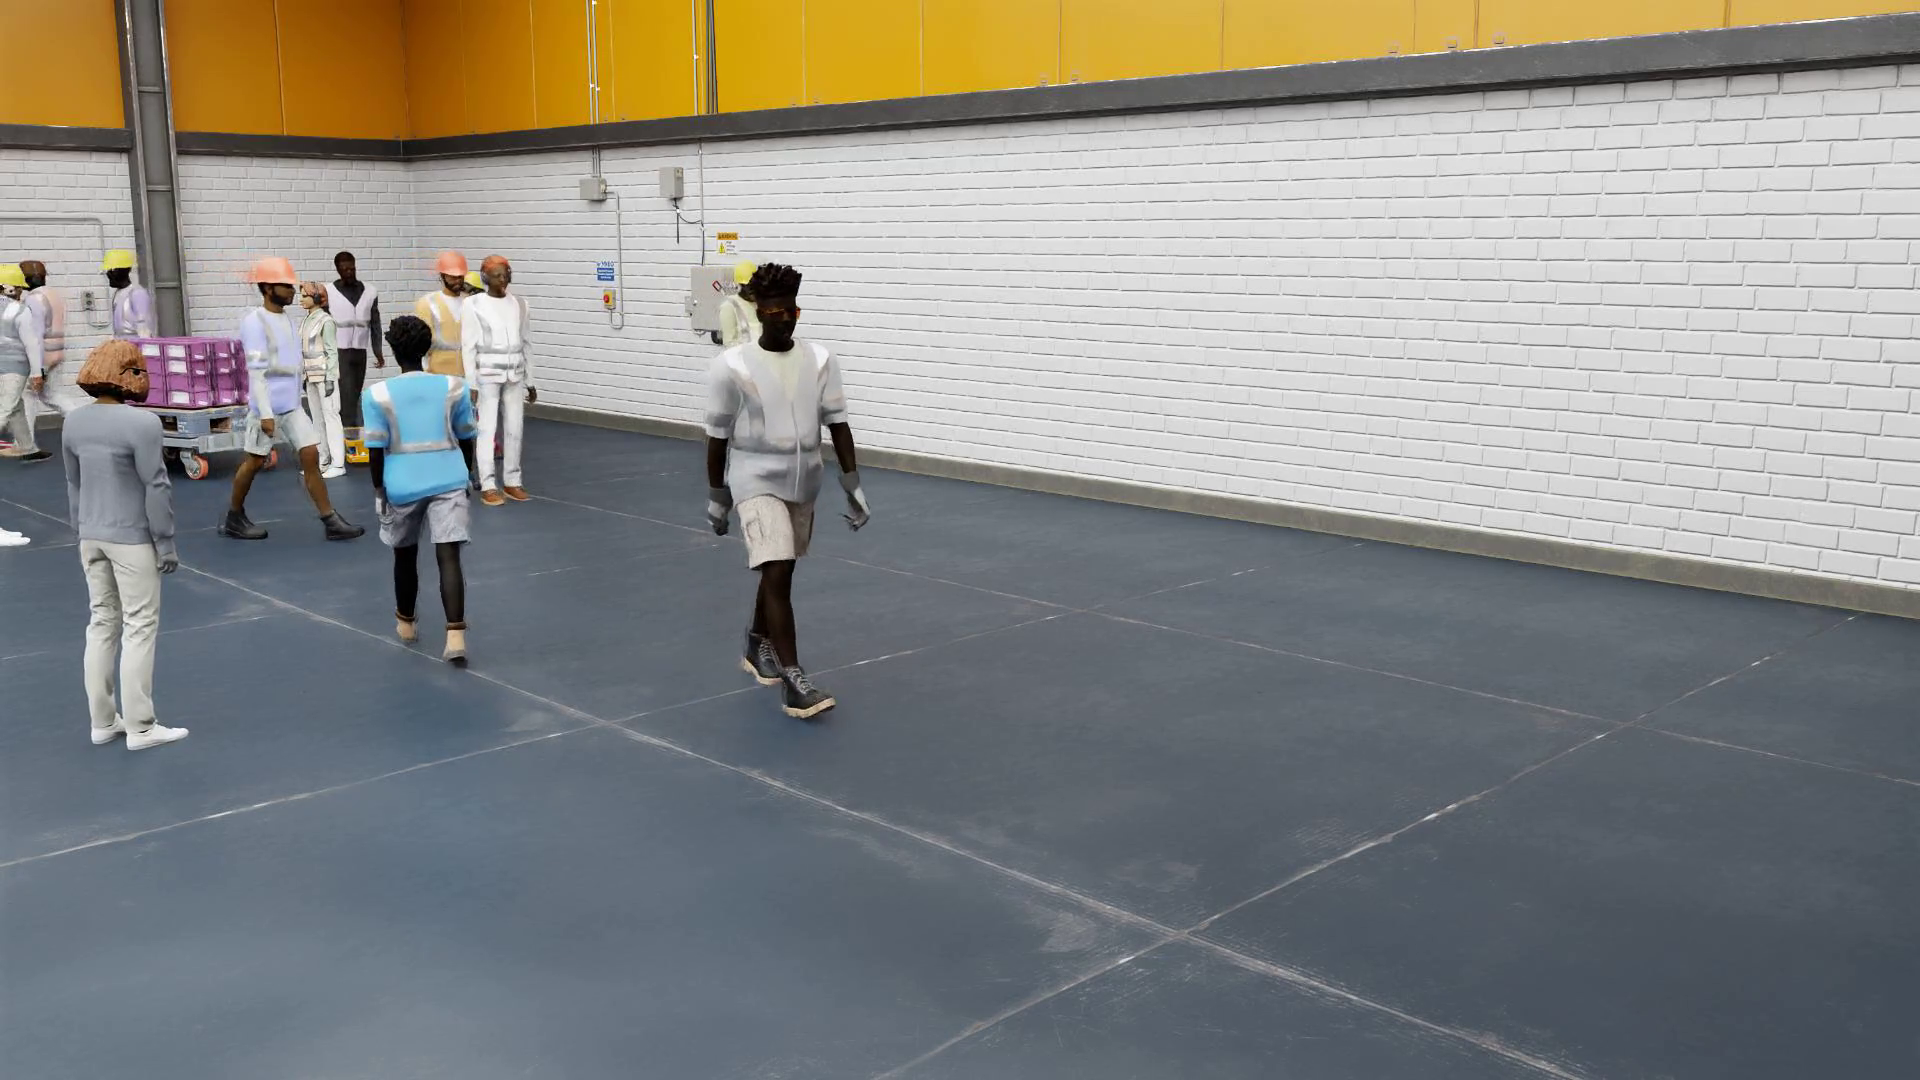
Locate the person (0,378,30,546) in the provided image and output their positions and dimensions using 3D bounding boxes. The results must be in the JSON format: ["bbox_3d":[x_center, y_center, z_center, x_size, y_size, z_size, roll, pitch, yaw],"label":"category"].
[{"bbox_3d":[-6.366,-0.886,10.853,0.314,1.866,0.535,-8,13,-37],"label":"person"}]

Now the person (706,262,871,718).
[{"bbox_3d":[-0.777,-0.234,7.201,0.612,1.915,1.002,-8,13,-36],"label":"person"}]

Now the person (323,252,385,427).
[{"bbox_3d":[-5.836,-1.798,15.847,0.699,1.876,0.608,9,14,40],"label":"person"}]

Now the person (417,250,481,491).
[{"bbox_3d":[-4.097,-1.354,13.300,0.562,1.917,0.685,-9,14,-40],"label":"person"}]

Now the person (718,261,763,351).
[{"bbox_3d":[-1.750,-1.470,14.202,0.606,1.803,0.598,7,12,32],"label":"person"}]

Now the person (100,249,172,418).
[{"bbox_3d":[-7.599,-1.748,15.460,0.595,1.905,0.769,9,14,41],"label":"person"}]

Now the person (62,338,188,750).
[{"bbox_3d":[-3.327,0.016,6.611,0.492,1.624,0.310,4,11,23],"label":"person"}]

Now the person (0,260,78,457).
[{"bbox_3d":[-8.439,-1.668,15.293,0.792,1.800,0.632,-1,10,-7],"label":"person"}]

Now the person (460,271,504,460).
[{"bbox_3d":[-4.423,-1.517,14.722,0.533,1.709,0.929,7,13,35],"label":"person"}]

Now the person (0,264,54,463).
[{"bbox_3d":[-8.305,-1.497,14.434,0.598,1.784,0.909,3,11,16],"label":"person"}]

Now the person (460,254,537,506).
[{"bbox_3d":[-3.478,-1.206,12.555,0.350,1.884,0.584,10,14,42],"label":"person"}]

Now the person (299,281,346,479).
[{"bbox_3d":[-5.355,-1.336,13.922,0.514,1.642,0.310,10,14,43],"label":"person"}]

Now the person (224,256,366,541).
[{"bbox_3d":[-4.482,-0.910,10.936,1.016,1.888,0.560,2,11,13],"label":"person"}]

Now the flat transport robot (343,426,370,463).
[{"bbox_3d":[-5.323,-0.892,15.239,0.652,0.197,1.431,-5,11,-25],"label":"flat transport robot"}]

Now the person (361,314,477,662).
[{"bbox_3d":[-2.573,-0.256,8.003,0.534,1.653,0.887,-5,11,-24],"label":"person"}]
